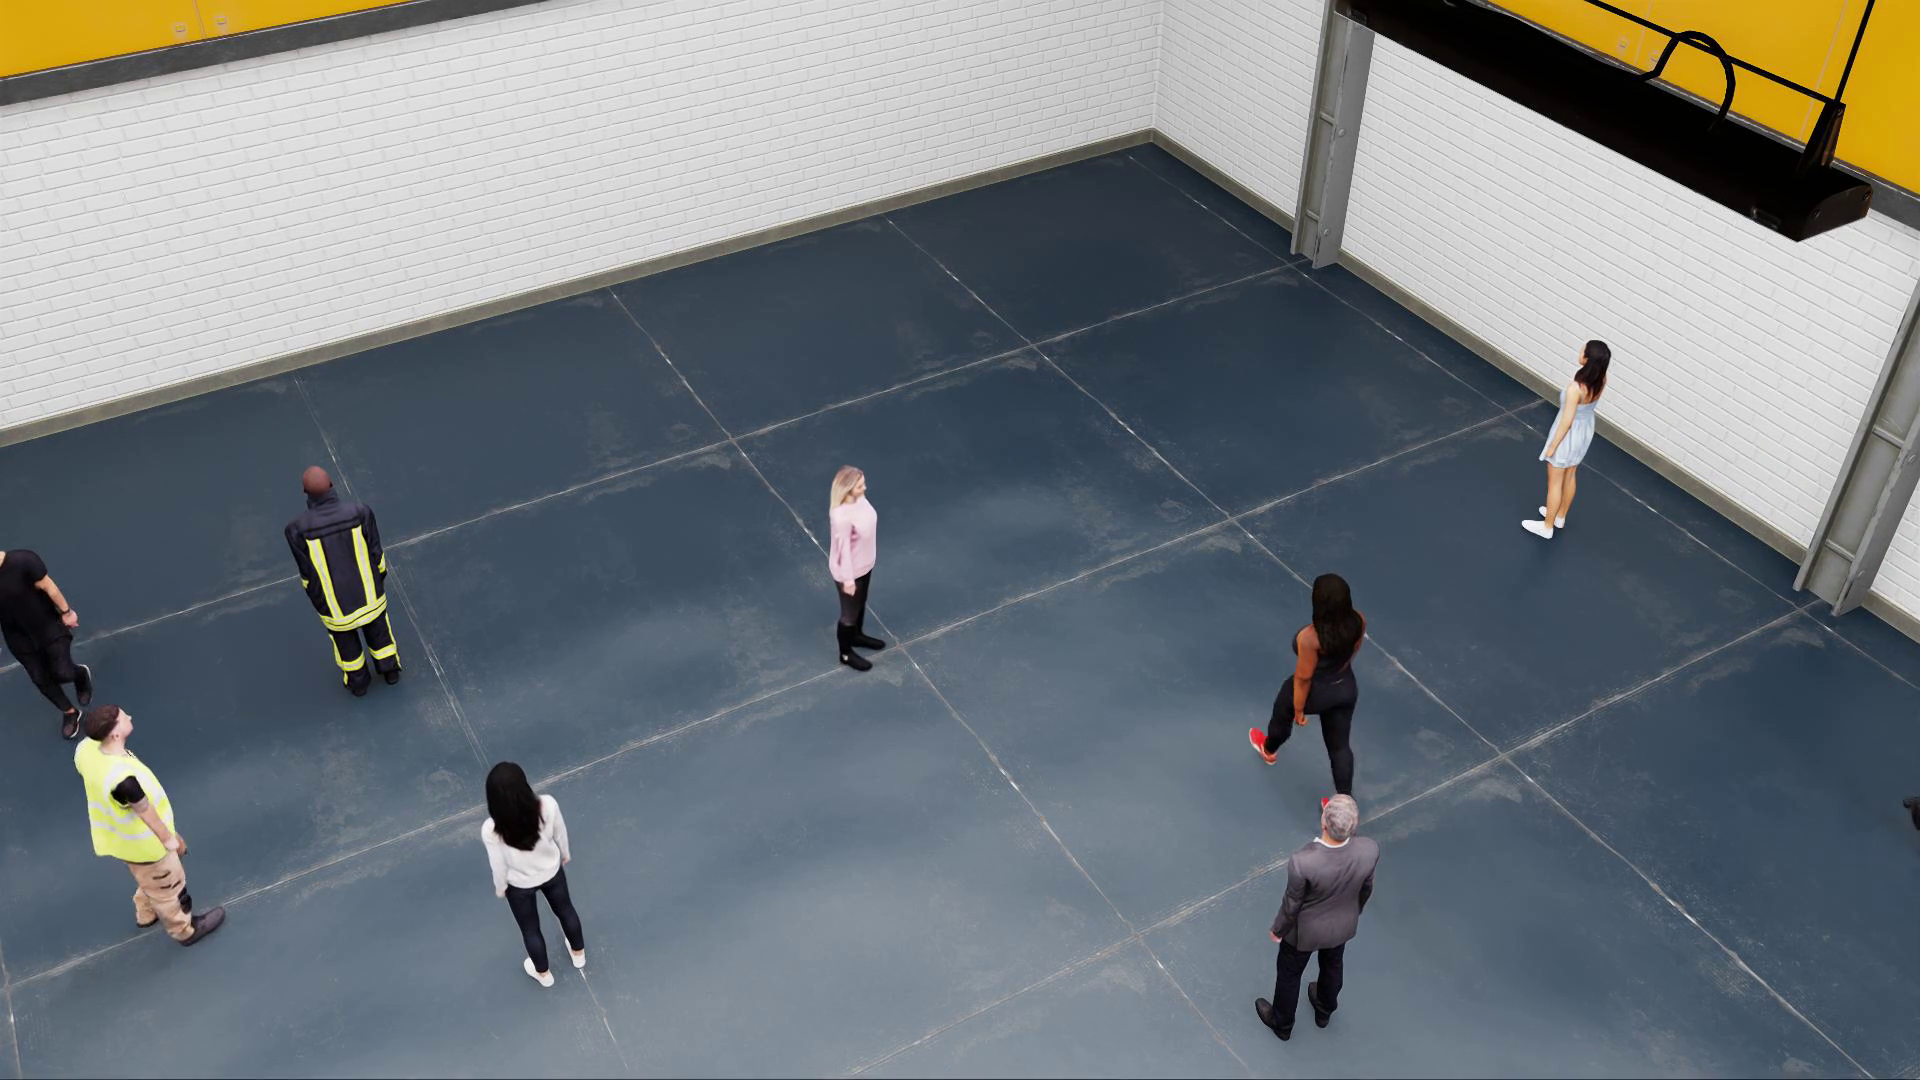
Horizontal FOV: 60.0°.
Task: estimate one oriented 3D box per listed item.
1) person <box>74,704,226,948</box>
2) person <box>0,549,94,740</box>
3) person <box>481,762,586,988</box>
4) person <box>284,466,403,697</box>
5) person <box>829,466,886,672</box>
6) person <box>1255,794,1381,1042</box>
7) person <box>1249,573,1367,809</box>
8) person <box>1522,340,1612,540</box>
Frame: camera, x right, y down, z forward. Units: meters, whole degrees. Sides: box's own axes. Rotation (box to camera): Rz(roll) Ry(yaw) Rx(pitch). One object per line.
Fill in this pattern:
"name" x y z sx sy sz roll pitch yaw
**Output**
"person" -4.713 1.691 9.451 0.744 1.833 0.853 31 48 33
"person" -6.098 0.500 10.931 0.838 1.848 0.878 -7 39 -9
"person" -2.392 1.873 9.329 0.636 1.701 0.571 -25 45 -28
"person" -4.160 0.266 11.244 0.717 1.822 0.644 -21 43 -24
"person" -0.758 0.169 11.474 0.745 1.686 0.686 10 40 12
"person" 1.939 2.038 9.010 0.773 1.841 0.671 -11 40 -14
"person" 2.308 1.009 10.357 0.794 1.768 1.246 -14 41 -17
"person" 4.639 -0.774 12.621 0.625 1.730 0.589 -28 47 -31
